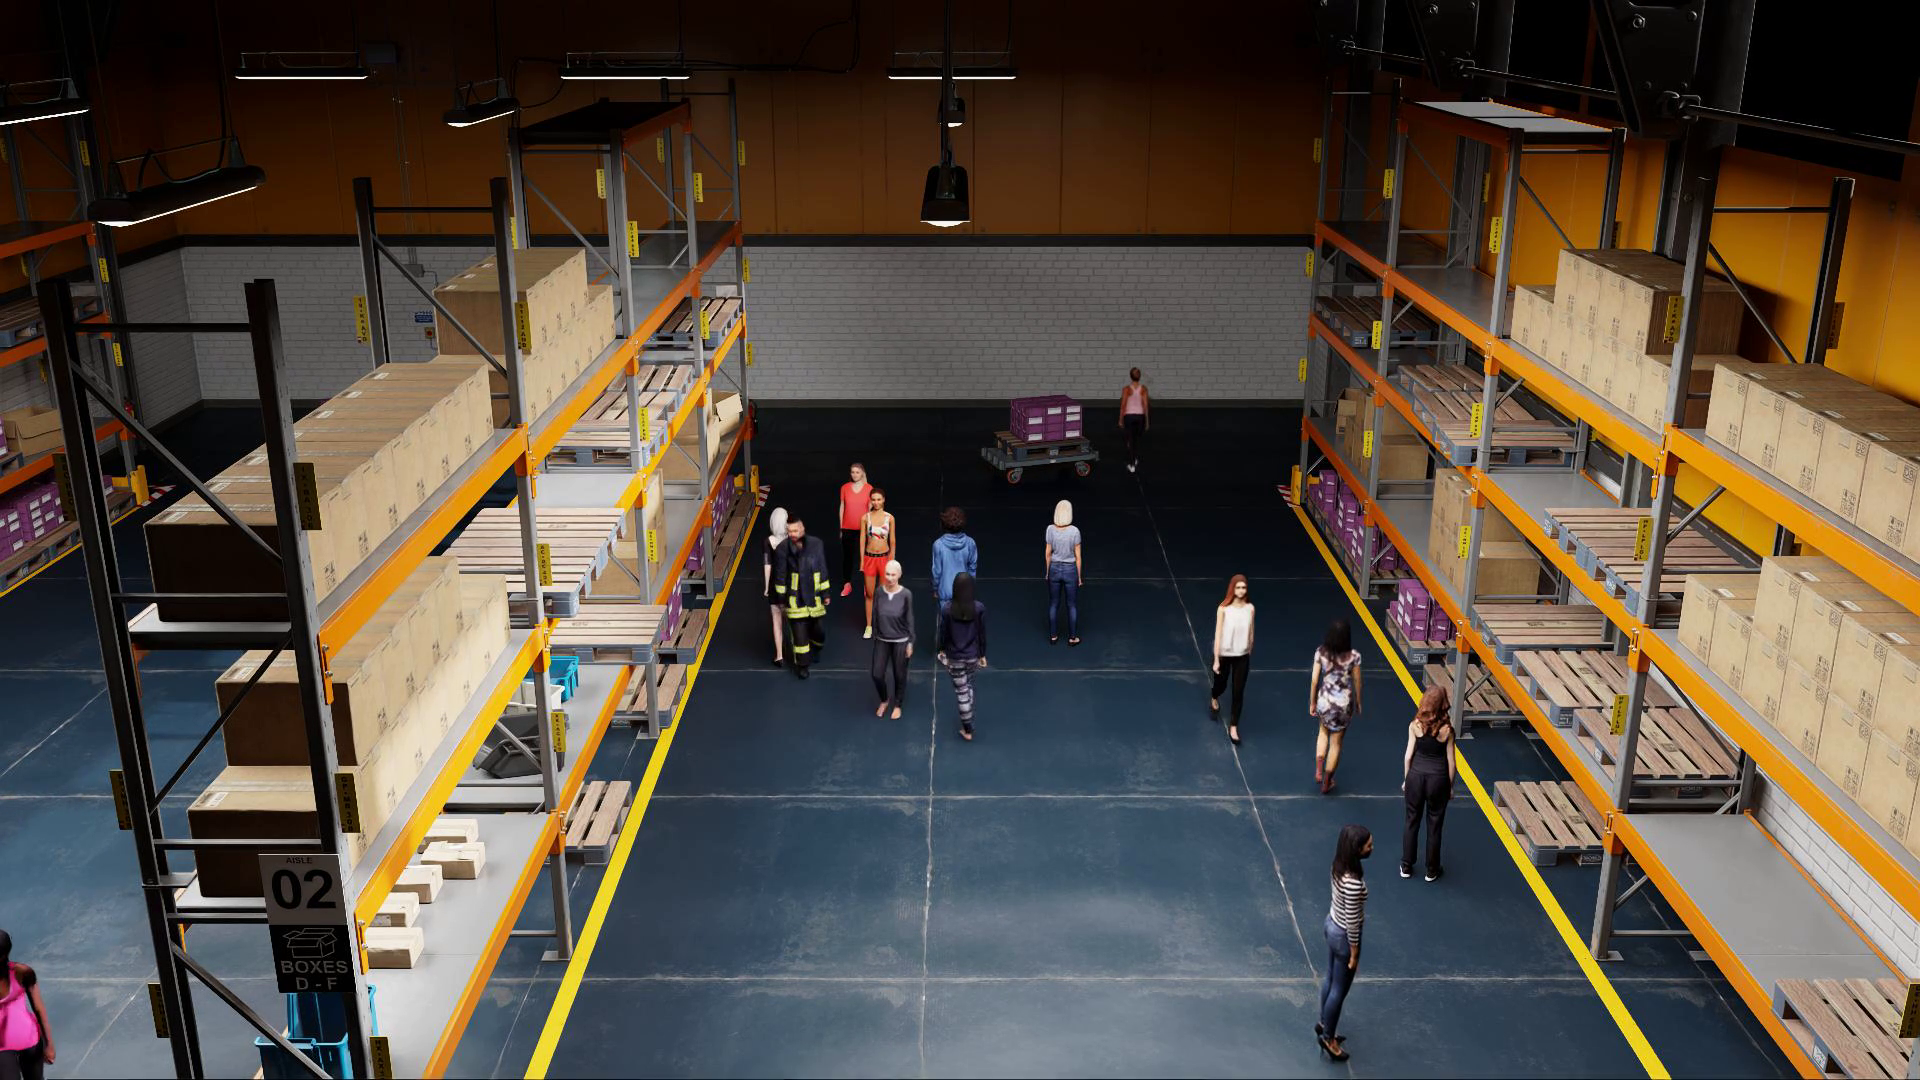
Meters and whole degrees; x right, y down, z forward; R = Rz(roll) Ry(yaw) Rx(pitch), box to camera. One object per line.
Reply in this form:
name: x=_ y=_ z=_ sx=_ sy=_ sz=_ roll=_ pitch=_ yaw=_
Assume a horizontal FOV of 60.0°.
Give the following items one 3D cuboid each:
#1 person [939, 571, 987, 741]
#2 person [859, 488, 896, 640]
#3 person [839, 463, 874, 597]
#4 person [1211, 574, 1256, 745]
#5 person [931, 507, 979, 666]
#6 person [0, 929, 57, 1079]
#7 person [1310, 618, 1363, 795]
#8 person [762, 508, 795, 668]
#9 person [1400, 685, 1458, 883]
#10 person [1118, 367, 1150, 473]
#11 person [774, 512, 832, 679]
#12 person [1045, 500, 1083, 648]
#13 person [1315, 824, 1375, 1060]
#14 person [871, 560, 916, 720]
person: x=0.051 y=1.178 z=16.533 sx=0.722 sy=1.713 sz=0.825 roll=-6 pitch=19 yaw=-17
person: x=-0.951 y=0.254 z=19.155 sx=0.593 sy=1.792 sz=0.574 roll=-2 pitch=19 yaw=-5
person: x=-1.260 y=-0.133 z=20.458 sx=0.608 sy=1.693 sz=0.554 roll=2 pitch=19 yaw=6
person: x=2.693 y=1.143 z=16.650 sx=0.634 sy=1.706 sz=0.998 roll=-2 pitch=19 yaw=-6
person: x=-0.058 y=0.503 z=18.385 sx=0.696 sy=1.811 sz=0.605 roll=-2 pitch=19 yaw=-6
person: x=-6.008 y=3.194 z=10.604 sx=0.968 sy=1.677 sz=1.206 roll=-10 pitch=21 yaw=-28
person: x=3.441 y=1.567 z=15.358 sx=0.703 sy=1.726 sz=0.735 roll=9 pitch=21 yaw=25
person: x=-1.952 y=0.513 z=18.328 sx=0.634 sy=1.829 sz=0.614 roll=-7 pitch=20 yaw=-20
person: x=3.921 y=2.030 z=13.950 sx=0.658 sy=1.748 sz=0.648 roll=8 pitch=20 yaw=22
person: x=2.706 y=-1.836 z=25.636 sx=0.671 sy=1.615 sz=0.941 roll=-2 pitch=19 yaw=-7
person: x=-1.719 y=0.554 z=18.180 sx=0.870 sy=1.846 sz=0.891 roll=-6 pitch=19 yaw=-16
person: x=1.171 y=0.373 z=18.911 sx=0.637 sy=1.722 sz=0.620 roll=7 pitch=20 yaw=19
person: x=2.672 y=2.791 z=11.619 sx=0.630 sy=1.793 sz=0.439 roll=-1 pitch=19 yaw=-2
person: x=-0.669 y=0.988 z=17.096 sx=0.688 sy=1.715 sz=0.661 roll=4 pitch=19 yaw=12
